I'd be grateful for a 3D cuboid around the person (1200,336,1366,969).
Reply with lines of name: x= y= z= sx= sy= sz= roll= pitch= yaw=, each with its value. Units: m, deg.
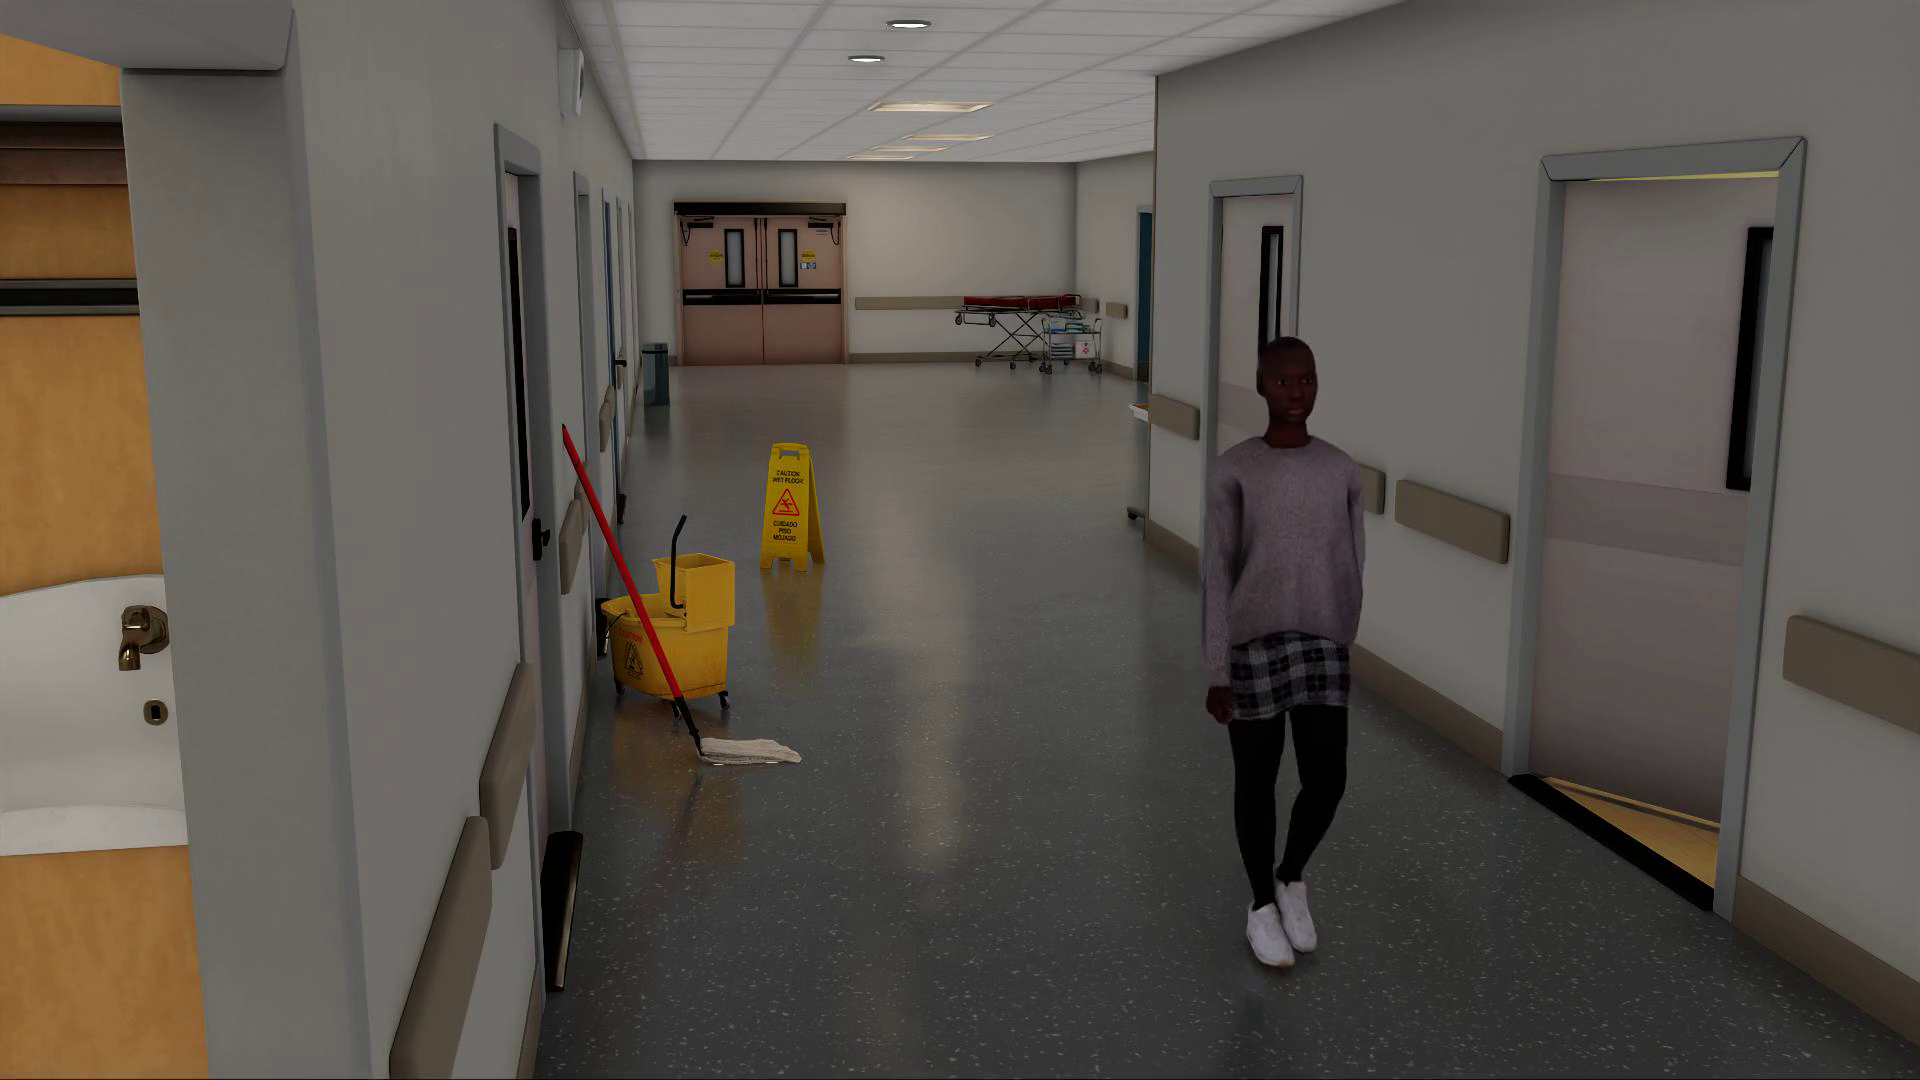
person: x=0.880 y=0.313 z=4.701 sx=0.653 sy=1.761 sz=0.635 roll=-1 pitch=11 yaw=-4
